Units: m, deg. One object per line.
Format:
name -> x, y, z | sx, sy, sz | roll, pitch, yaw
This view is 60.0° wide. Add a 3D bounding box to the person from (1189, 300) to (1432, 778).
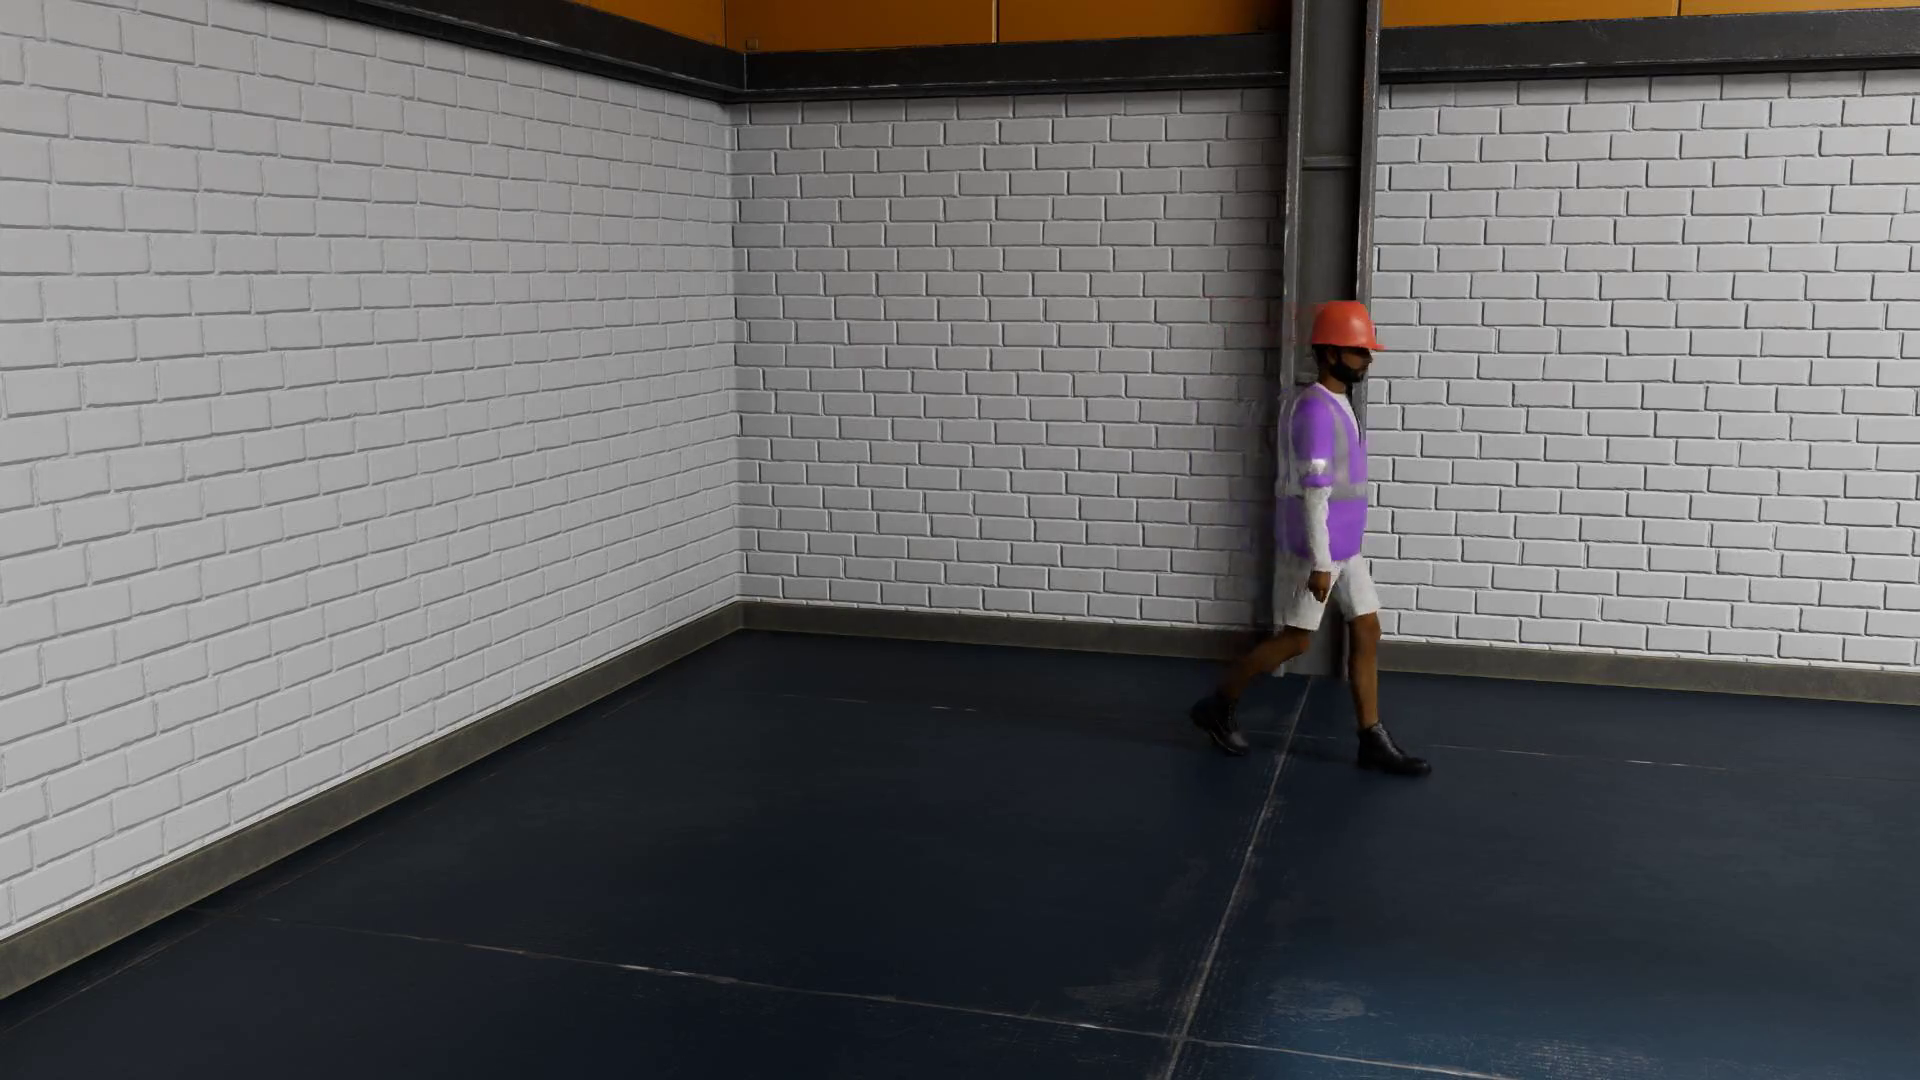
person -> 1.404, -0.007, 6.663 | 0.942, 1.904, 0.556 | 5, 10, 26
